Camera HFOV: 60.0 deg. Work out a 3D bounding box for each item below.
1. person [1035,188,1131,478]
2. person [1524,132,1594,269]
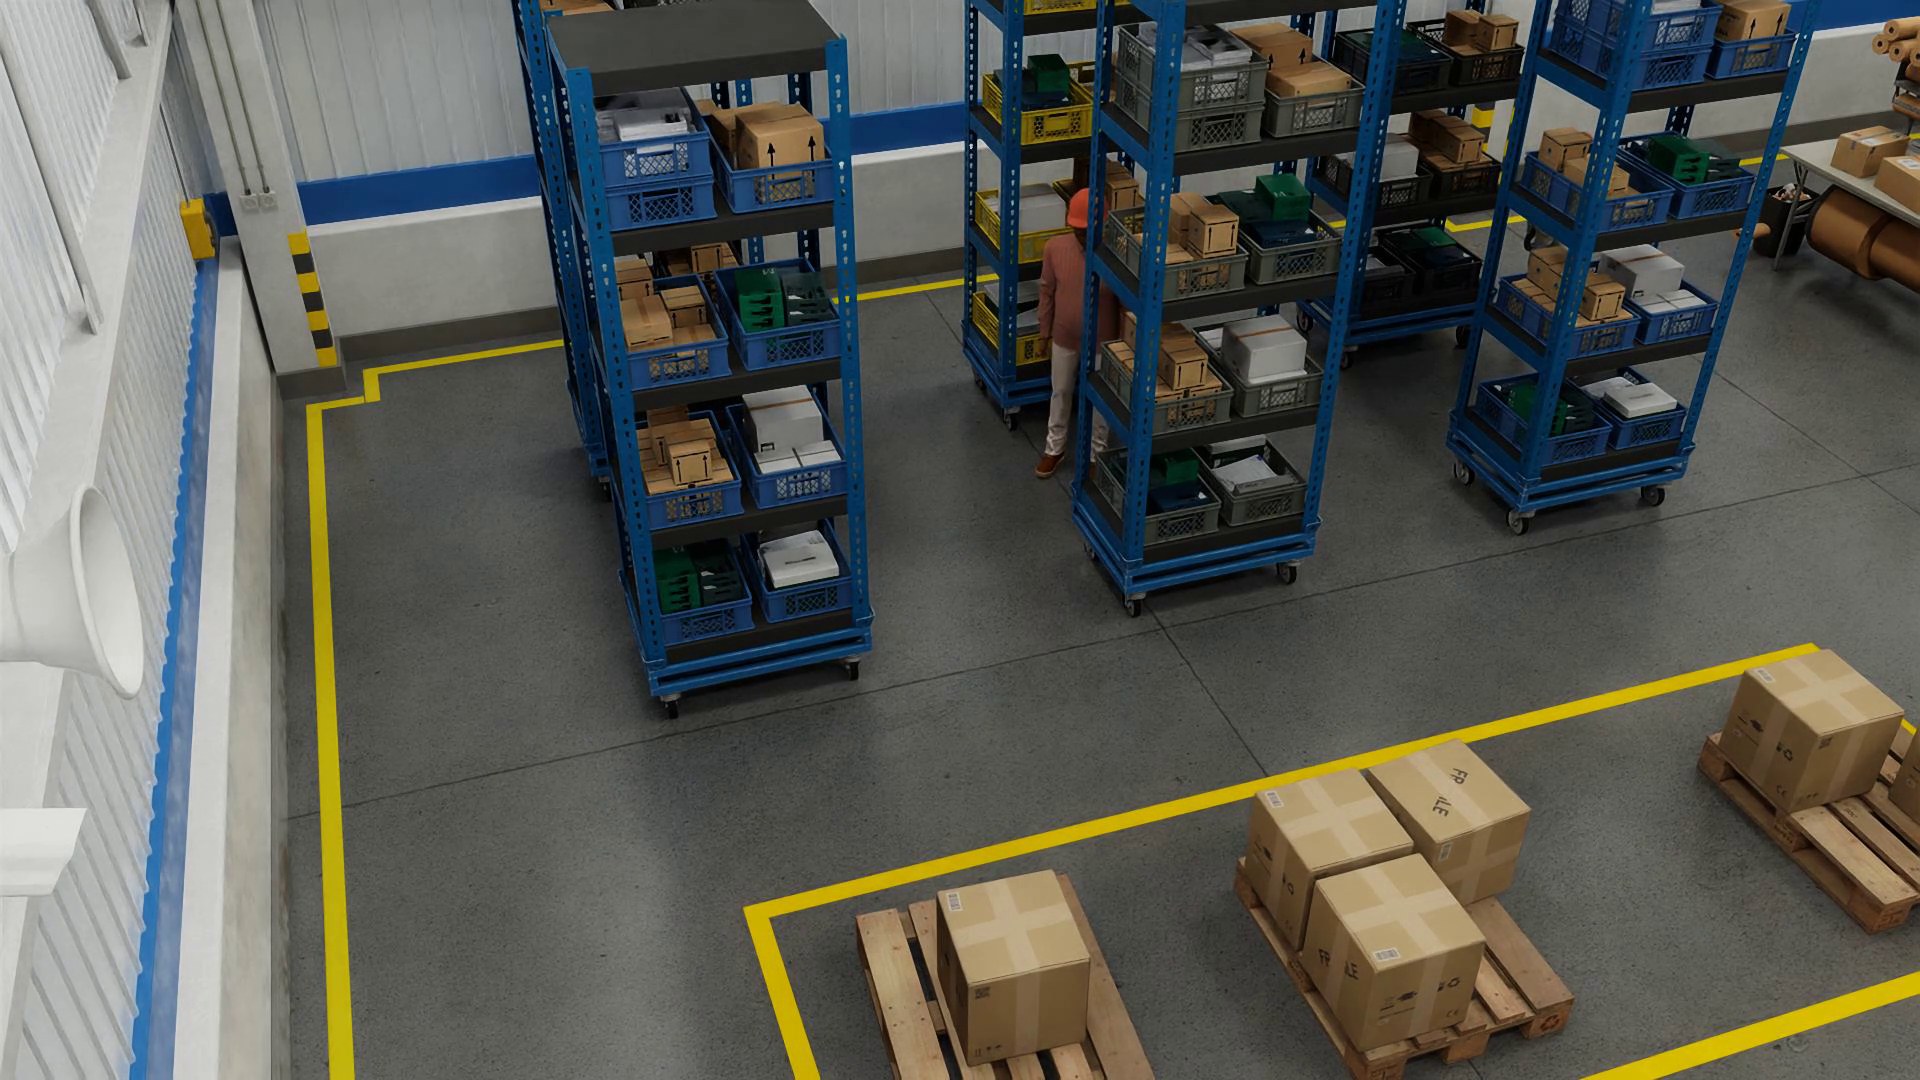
[{"bbox_3d":[0.770,-1.250,10.319,0.613,1.995,0.391,13,37,17],"label":"person"},{"bbox_3d":[4.288,-2.134,11.886,0.518,1.632,0.314,24,42,30],"label":"person"}]
